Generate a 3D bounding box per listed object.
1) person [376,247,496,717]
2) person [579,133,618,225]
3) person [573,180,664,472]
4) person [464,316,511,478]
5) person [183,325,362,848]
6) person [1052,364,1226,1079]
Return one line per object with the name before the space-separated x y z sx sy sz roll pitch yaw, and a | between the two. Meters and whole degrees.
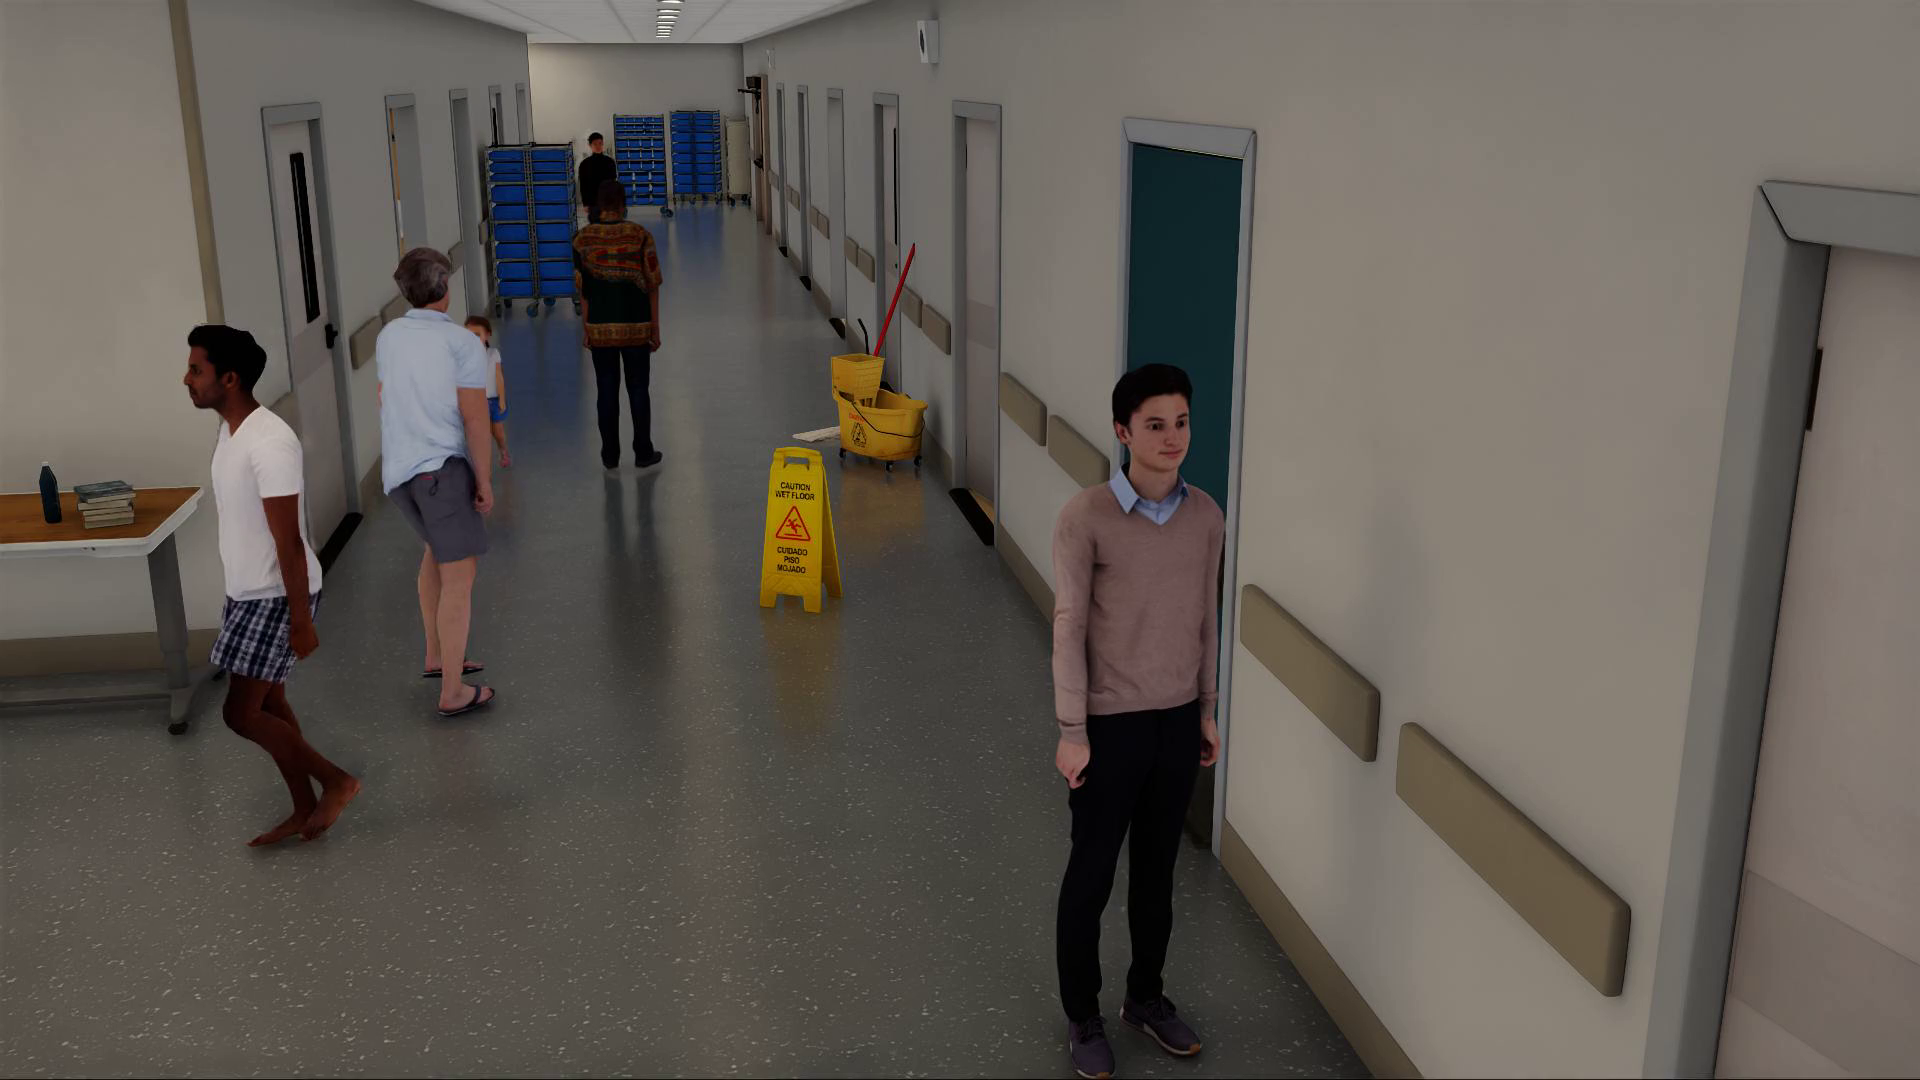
person | -2.129 -0.213 6.523 0.862 1.800 0.929 8 18 27
person | -4.656 -4.360 21.426 0.842 1.696 1.082 -8 18 -26
person | -2.147 -1.348 10.465 0.720 1.806 0.681 -1 16 -4
person | -2.954 -0.897 10.409 0.456 1.009 0.672 -1 16 -3
person | -2.135 0.167 5.337 0.842 1.713 0.739 -11 19 -35
person | 0.443 0.447 4.167 0.669 1.808 0.624 -6 17 -21
